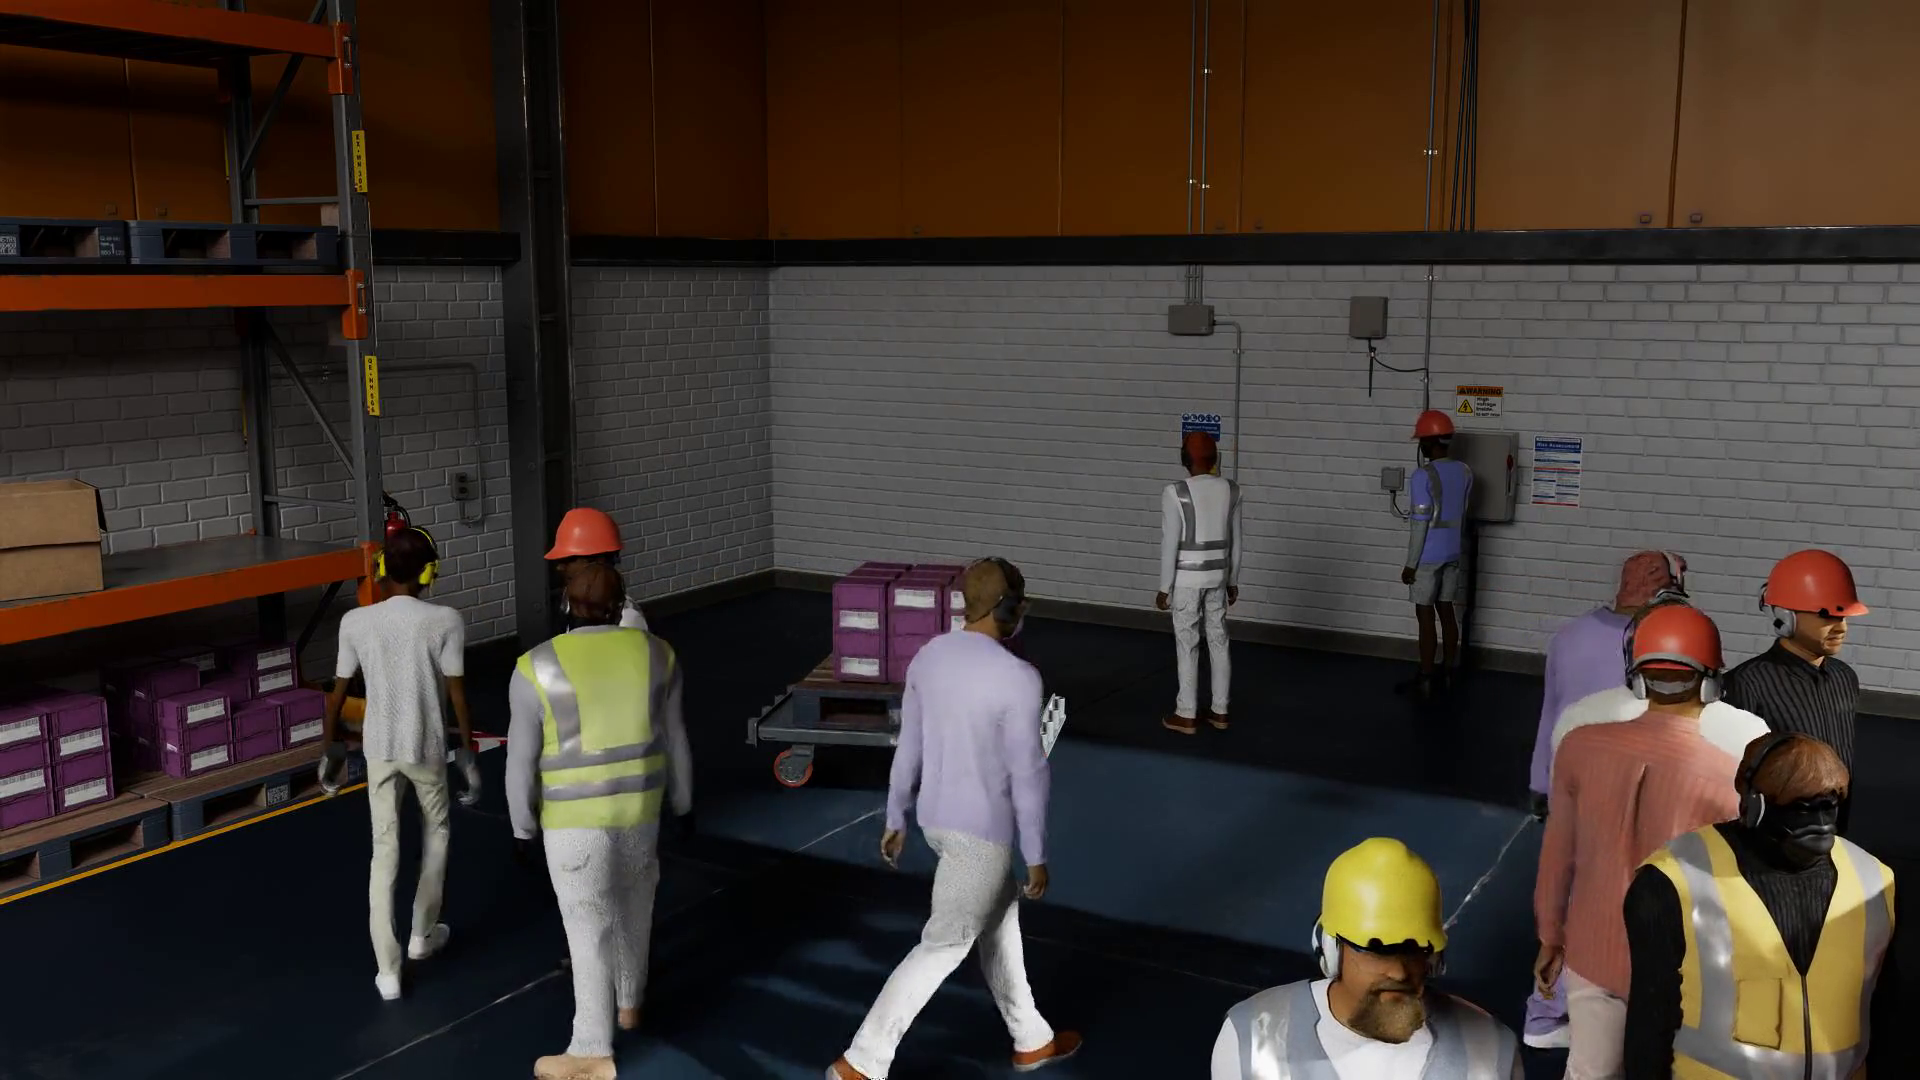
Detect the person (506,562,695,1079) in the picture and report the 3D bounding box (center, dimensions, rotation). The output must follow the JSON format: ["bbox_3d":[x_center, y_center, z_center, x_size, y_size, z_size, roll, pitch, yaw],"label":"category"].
[{"bbox_3d":[-1.321,0.983,6.035,0.663,1.803,0.664,-6,11,-34],"label":"person"}]

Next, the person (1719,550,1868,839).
[{"bbox_3d":[2.600,1.013,5.245,0.608,1.995,0.377,-5,10,-29],"label":"person"}]

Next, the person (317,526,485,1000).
[{"bbox_3d":[-2.245,0.859,6.695,0.690,1.828,0.784,-1,9,-6],"label":"person"}]

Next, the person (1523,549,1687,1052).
[{"bbox_3d":[2.435,0.956,6.043,0.822,1.866,0.676,-2,9,-15],"label":"person"}]

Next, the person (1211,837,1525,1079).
[{"bbox_3d":[0.737,1.438,3.079,0.588,1.837,0.404,0,9,2],"label":"person"}]

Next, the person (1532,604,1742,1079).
[{"bbox_3d":[1.815,1.158,4.505,0.898,1.953,0.658,-8,12,-42],"label":"person"}]

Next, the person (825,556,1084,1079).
[{"bbox_3d":[-0.025,1.003,5.695,1.012,1.886,0.649,-6,11,-33],"label":"person"}]

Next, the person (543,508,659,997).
[{"bbox_3d":[-1.422,0.831,6.557,0.372,1.935,0.551,-6,11,-34],"label":"person"}]

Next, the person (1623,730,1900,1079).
[{"bbox_3d":[1.828,1.326,3.812,0.618,1.835,0.430,0,9,0],"label":"person"}]

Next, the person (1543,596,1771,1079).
[{"bbox_3d":[2.082,1.110,5.019,0.641,1.889,1.058,8,12,41],"label":"person"}]

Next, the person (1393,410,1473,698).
[{"bbox_3d":[3.167,0.093,11.169,0.544,1.936,0.359,-7,12,-38],"label":"person"}]

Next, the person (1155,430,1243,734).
[{"bbox_3d":[1.482,0.257,10.304,0.585,1.882,0.337,-4,10,-24],"label":"person"}]
